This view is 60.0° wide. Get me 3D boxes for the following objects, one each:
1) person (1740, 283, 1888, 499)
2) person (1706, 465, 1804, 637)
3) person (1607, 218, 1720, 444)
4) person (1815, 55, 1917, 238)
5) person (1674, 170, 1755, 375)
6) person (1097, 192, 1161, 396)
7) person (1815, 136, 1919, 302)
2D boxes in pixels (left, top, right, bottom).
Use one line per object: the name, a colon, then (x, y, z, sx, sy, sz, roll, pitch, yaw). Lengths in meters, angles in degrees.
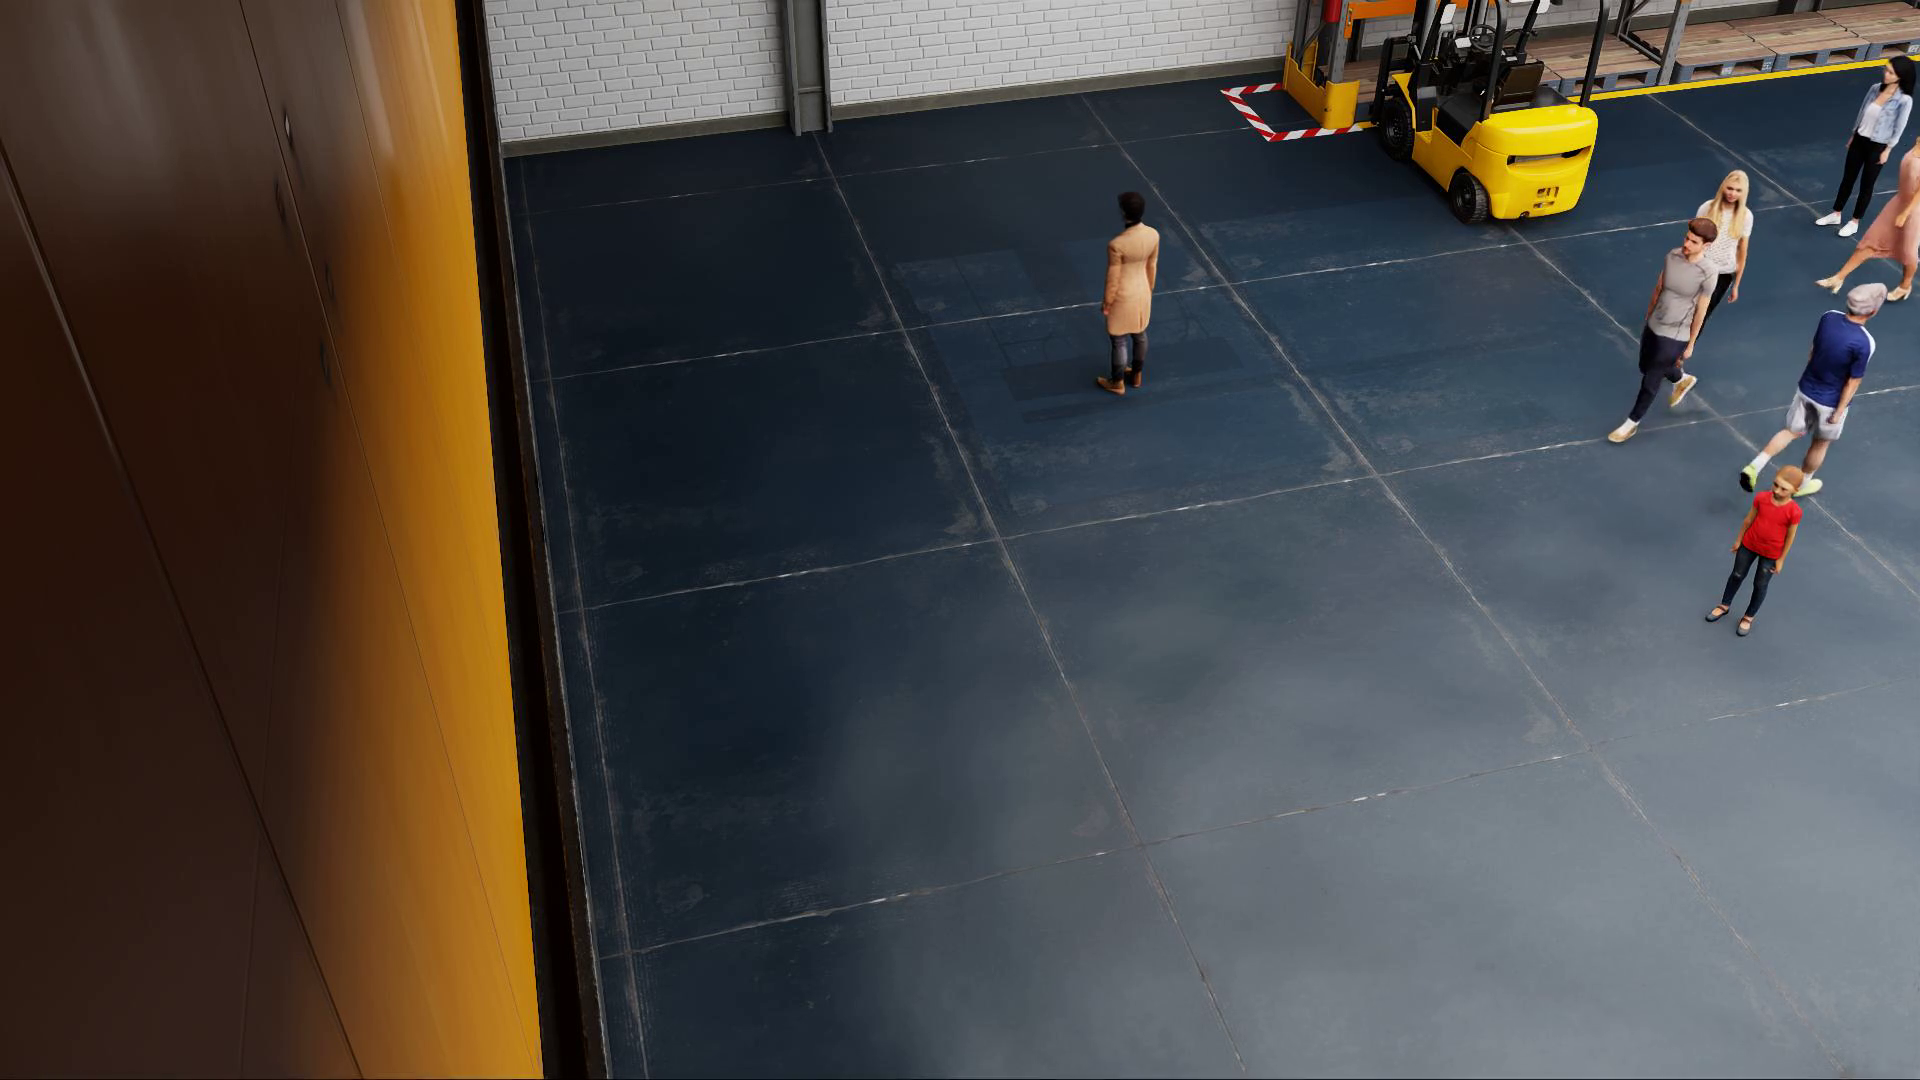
person: (6.103, -1.022, 11.892, 1.048, 1.819, 0.758, -17, 41, -20)
person: (5.293, 0.046, 10.962, 0.593, 1.310, 0.559, -30, 48, -32)
person: (5.432, -1.602, 12.580, 1.134, 1.867, 0.788, -17, 42, -20)
person: (8.344, -3.617, 15.226, 0.607, 1.713, 0.638, -17, 42, -20)
person: (5.974, -2.140, 13.295, 0.692, 1.816, 0.787, 12, 40, 14)
person: (1.337, -1.944, 13.121, 0.666, 1.727, 0.782, -23, 44, -26)
person: (8.158, -2.798, 14.137, 1.128, 1.792, 0.792, 0, 39, 0)
